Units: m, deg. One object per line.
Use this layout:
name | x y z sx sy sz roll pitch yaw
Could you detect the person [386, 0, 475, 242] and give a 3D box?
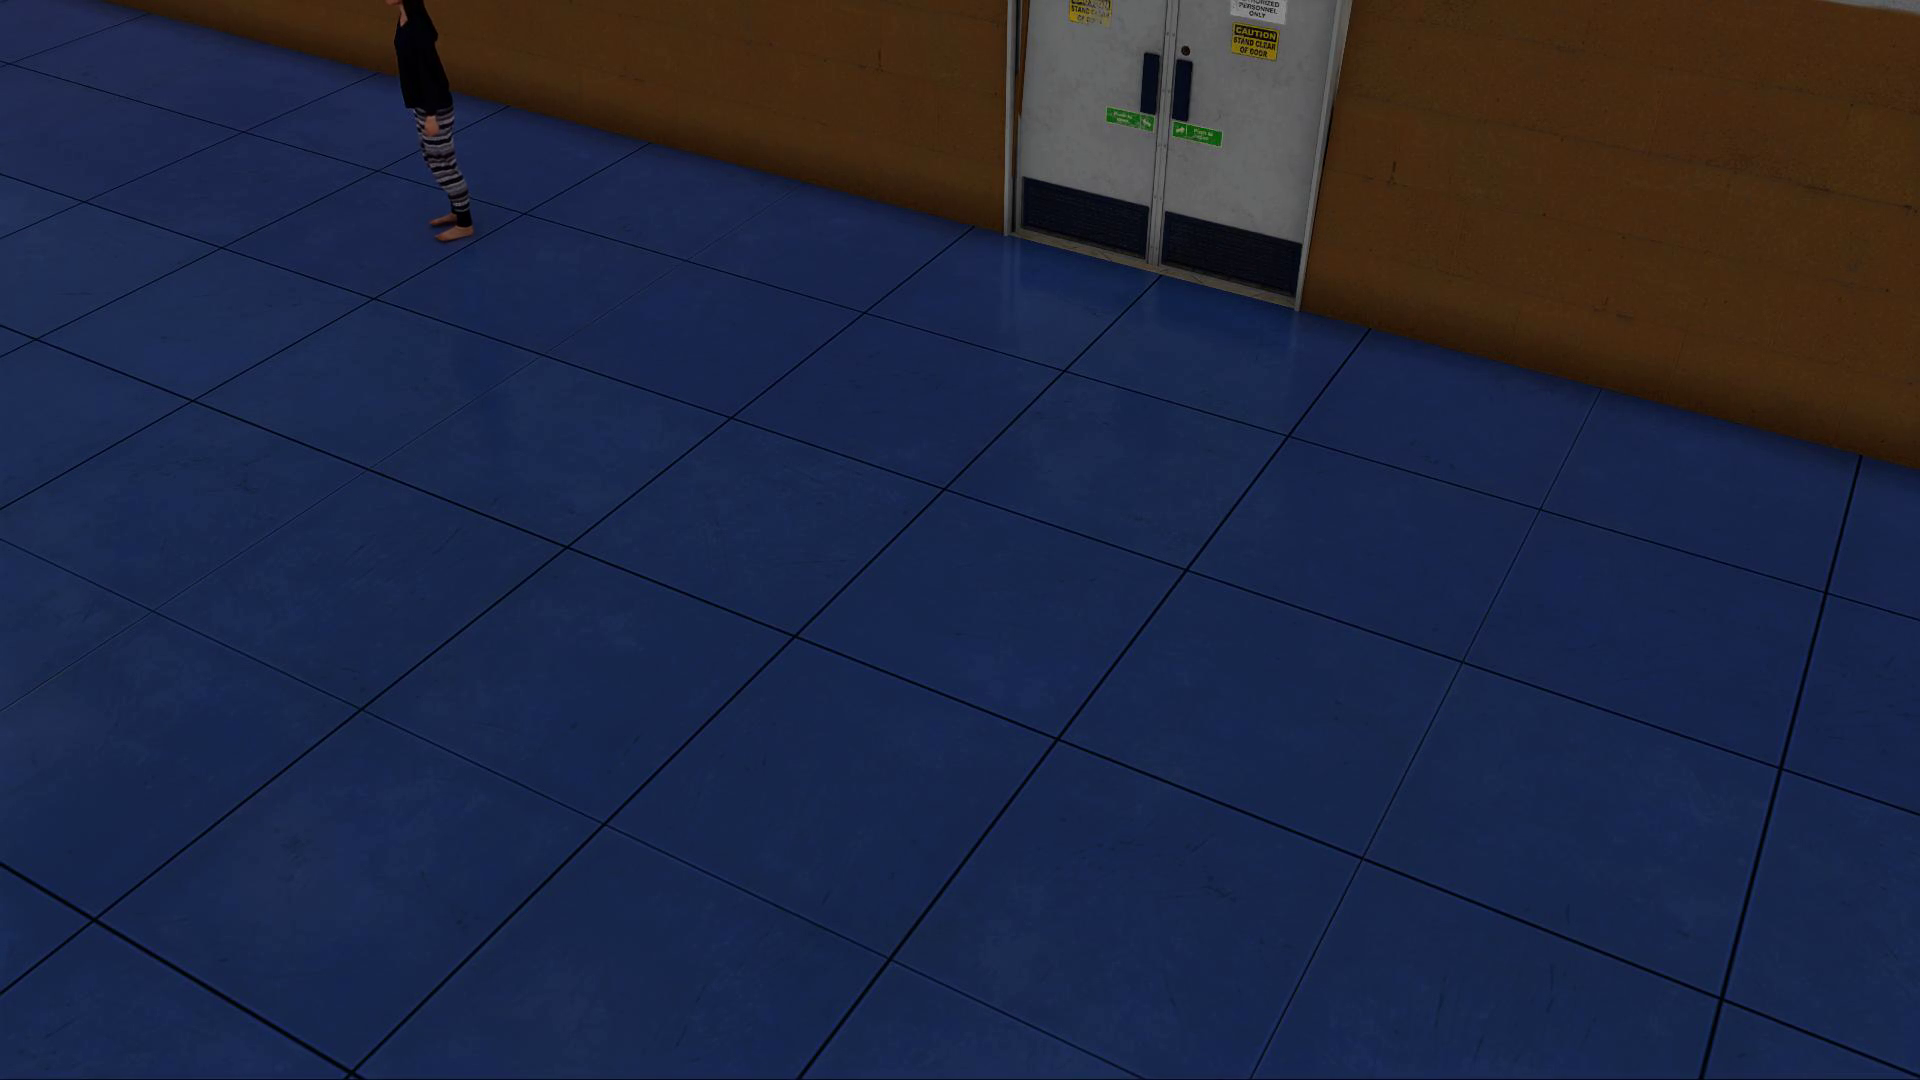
person | -3.261 -2.701 10.247 0.691 1.734 0.677 -17 40 -21
